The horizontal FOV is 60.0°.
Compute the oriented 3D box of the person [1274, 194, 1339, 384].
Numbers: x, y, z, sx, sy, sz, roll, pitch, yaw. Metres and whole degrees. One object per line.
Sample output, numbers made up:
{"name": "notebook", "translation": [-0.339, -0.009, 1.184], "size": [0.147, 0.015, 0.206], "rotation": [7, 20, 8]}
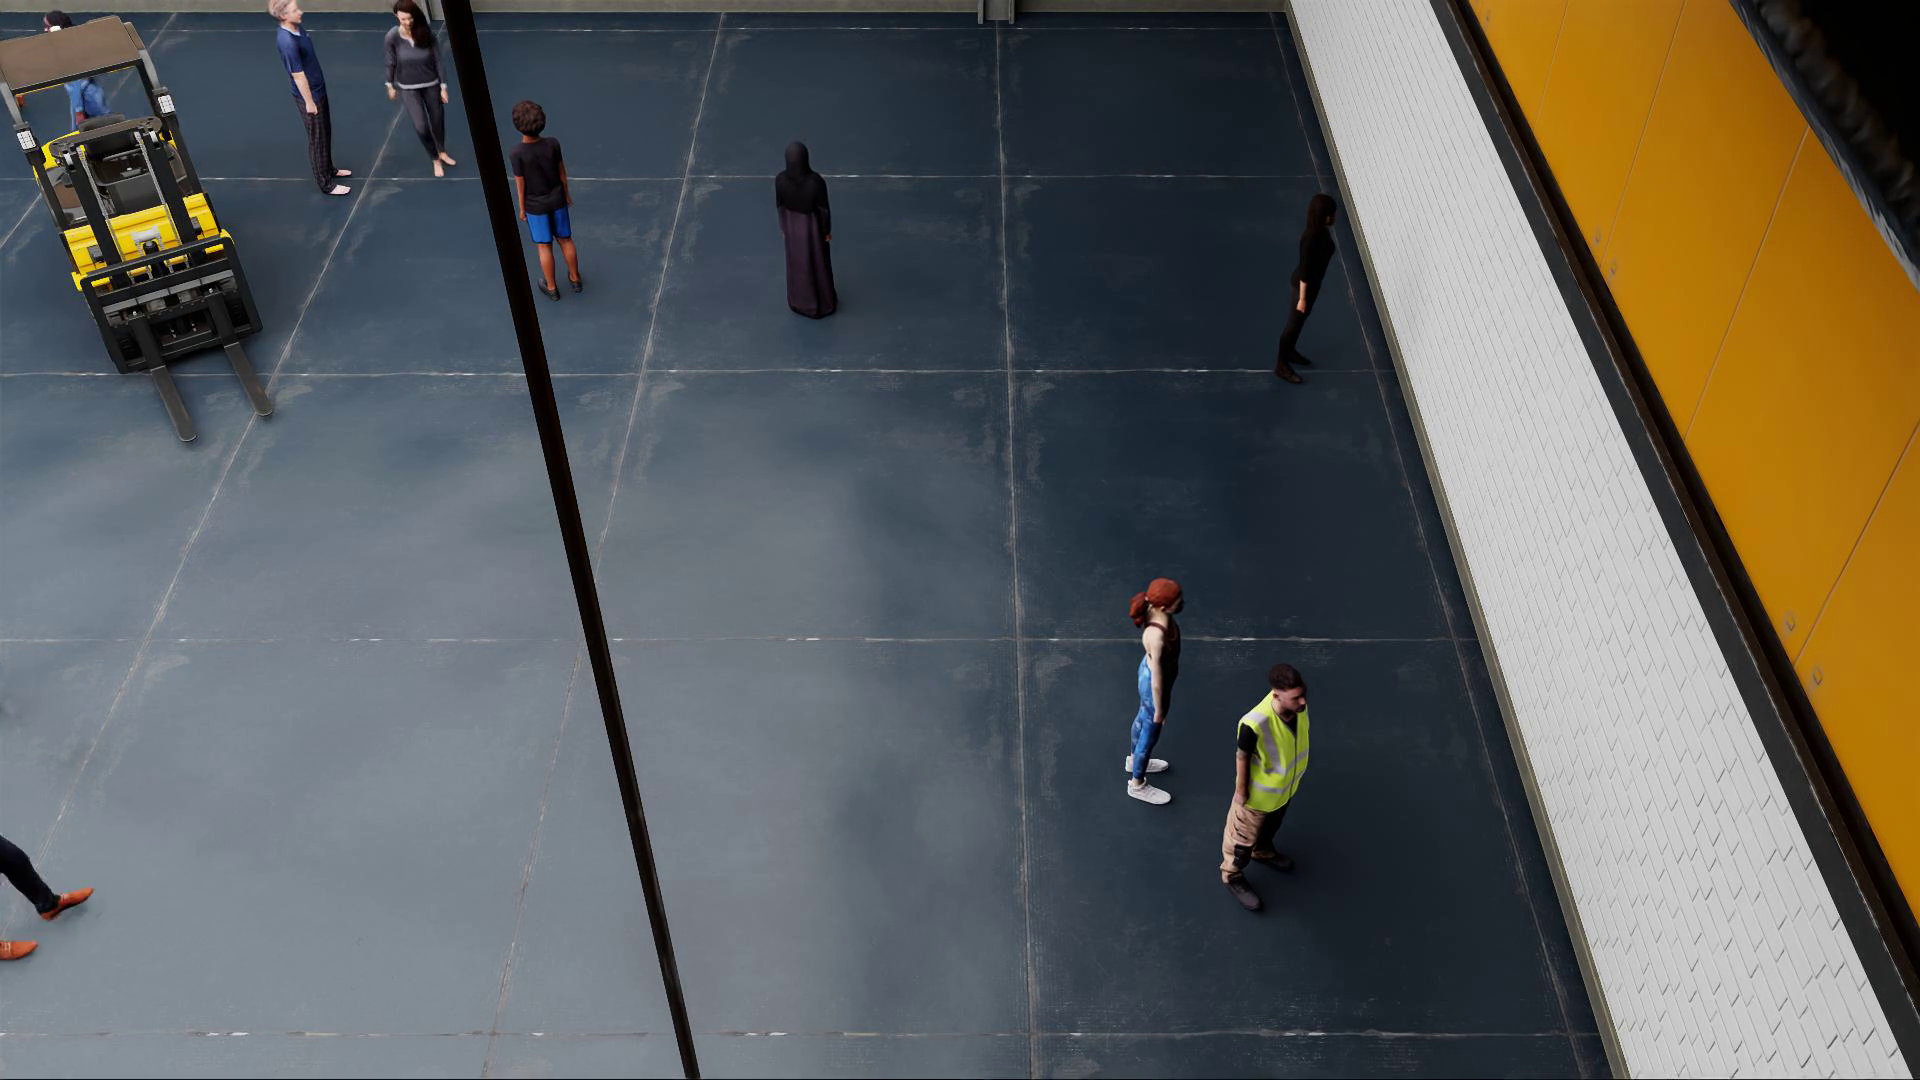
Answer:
{"name": "person", "translation": [2.715, -2.009, 13.071], "size": [0.655, 1.641, 0.663], "rotation": [19, 47, 19]}

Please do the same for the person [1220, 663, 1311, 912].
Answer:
{"name": "person", "translation": [1.750, 1.340, 9.407], "size": [0.911, 1.846, 0.855], "rotation": [33, 52, 30]}

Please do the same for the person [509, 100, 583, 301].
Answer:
{"name": "person", "translation": [-3.446, -2.814, 13.802], "size": [0.681, 1.798, 0.772], "rotation": [-25, 49, -24]}

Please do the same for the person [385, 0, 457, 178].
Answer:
{"name": "person", "translation": [-5.001, -4.193, 15.290], "size": [0.817, 1.743, 0.890], "rotation": [-23, 48, -22]}

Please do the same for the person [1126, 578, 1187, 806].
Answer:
{"name": "person", "translation": [1.166, 0.882, 9.932], "size": [0.583, 1.785, 0.572], "rotation": [2, 44, 2]}

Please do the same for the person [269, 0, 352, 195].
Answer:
{"name": "person", "translation": [-5.887, -4.045, 15.041], "size": [0.595, 1.871, 0.692], "rotation": [-7, 44, -8]}

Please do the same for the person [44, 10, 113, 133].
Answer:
{"name": "person", "translation": [-7.811, -4.009, 15.150], "size": [1.275, 1.670, 0.986], "rotation": [-19, 47, -19]}

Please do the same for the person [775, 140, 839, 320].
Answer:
{"name": "person", "translation": [-1.280, -2.570, 13.680], "size": [0.590, 1.613, 0.705], "rotation": [9, 44, 9]}
